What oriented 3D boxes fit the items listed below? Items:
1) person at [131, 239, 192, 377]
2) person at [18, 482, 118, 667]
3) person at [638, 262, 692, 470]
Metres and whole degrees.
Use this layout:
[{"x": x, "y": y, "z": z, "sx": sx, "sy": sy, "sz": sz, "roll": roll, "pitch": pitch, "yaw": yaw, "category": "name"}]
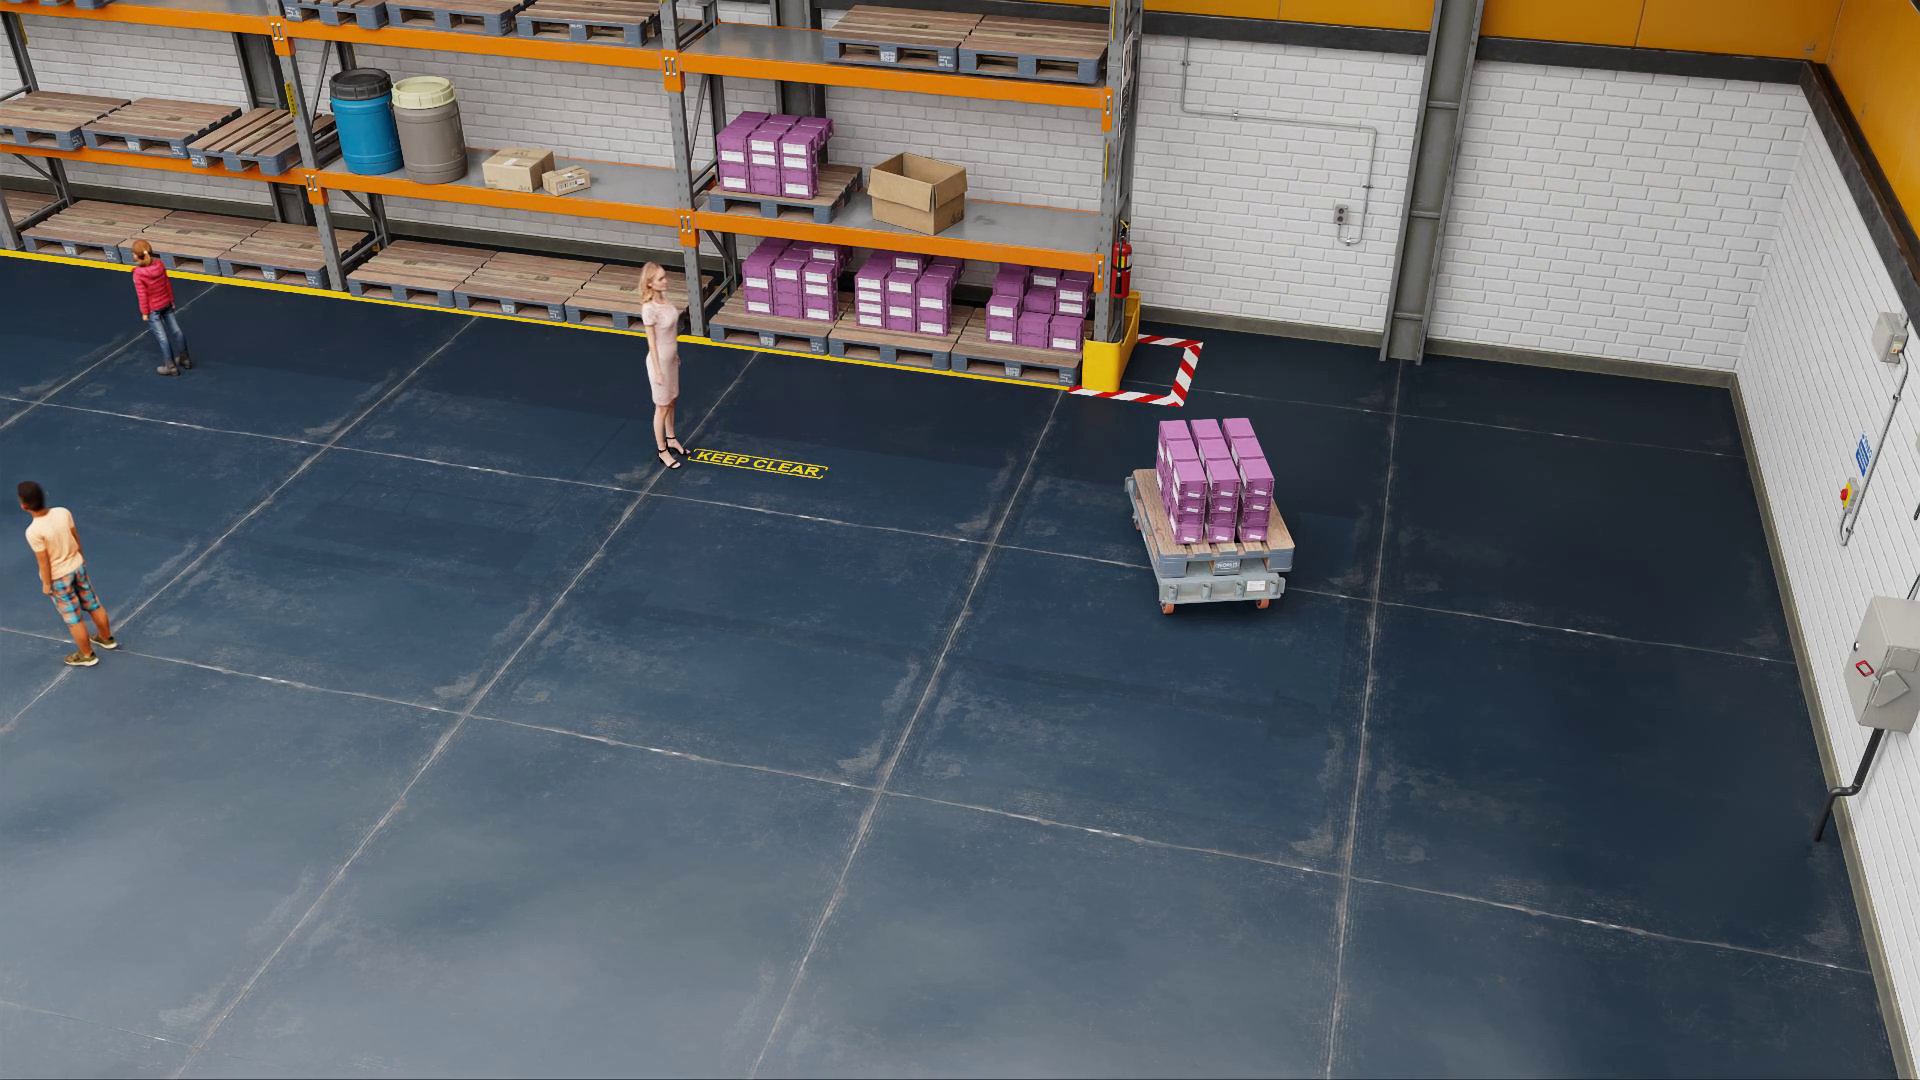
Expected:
[{"x": -7.398, "y": -2.158, "z": 15.374, "sx": 0.549, "sy": 1.318, "sz": 0.547, "roll": 15, "pitch": 37, "yaw": 22, "category": "person"}, {"x": -6.277, "y": 0.219, "z": 11.669, "sx": 0.491, "sy": 1.461, "sz": 0.531, "roll": 11, "pitch": 35, "yaw": 15, "category": "person"}, {"x": -2.486, "y": -1.469, "z": 13.875, "sx": 0.483, "sy": 1.831, "sz": 0.561, "roll": 8, "pitch": 35, "yaw": 12, "category": "person"}]
